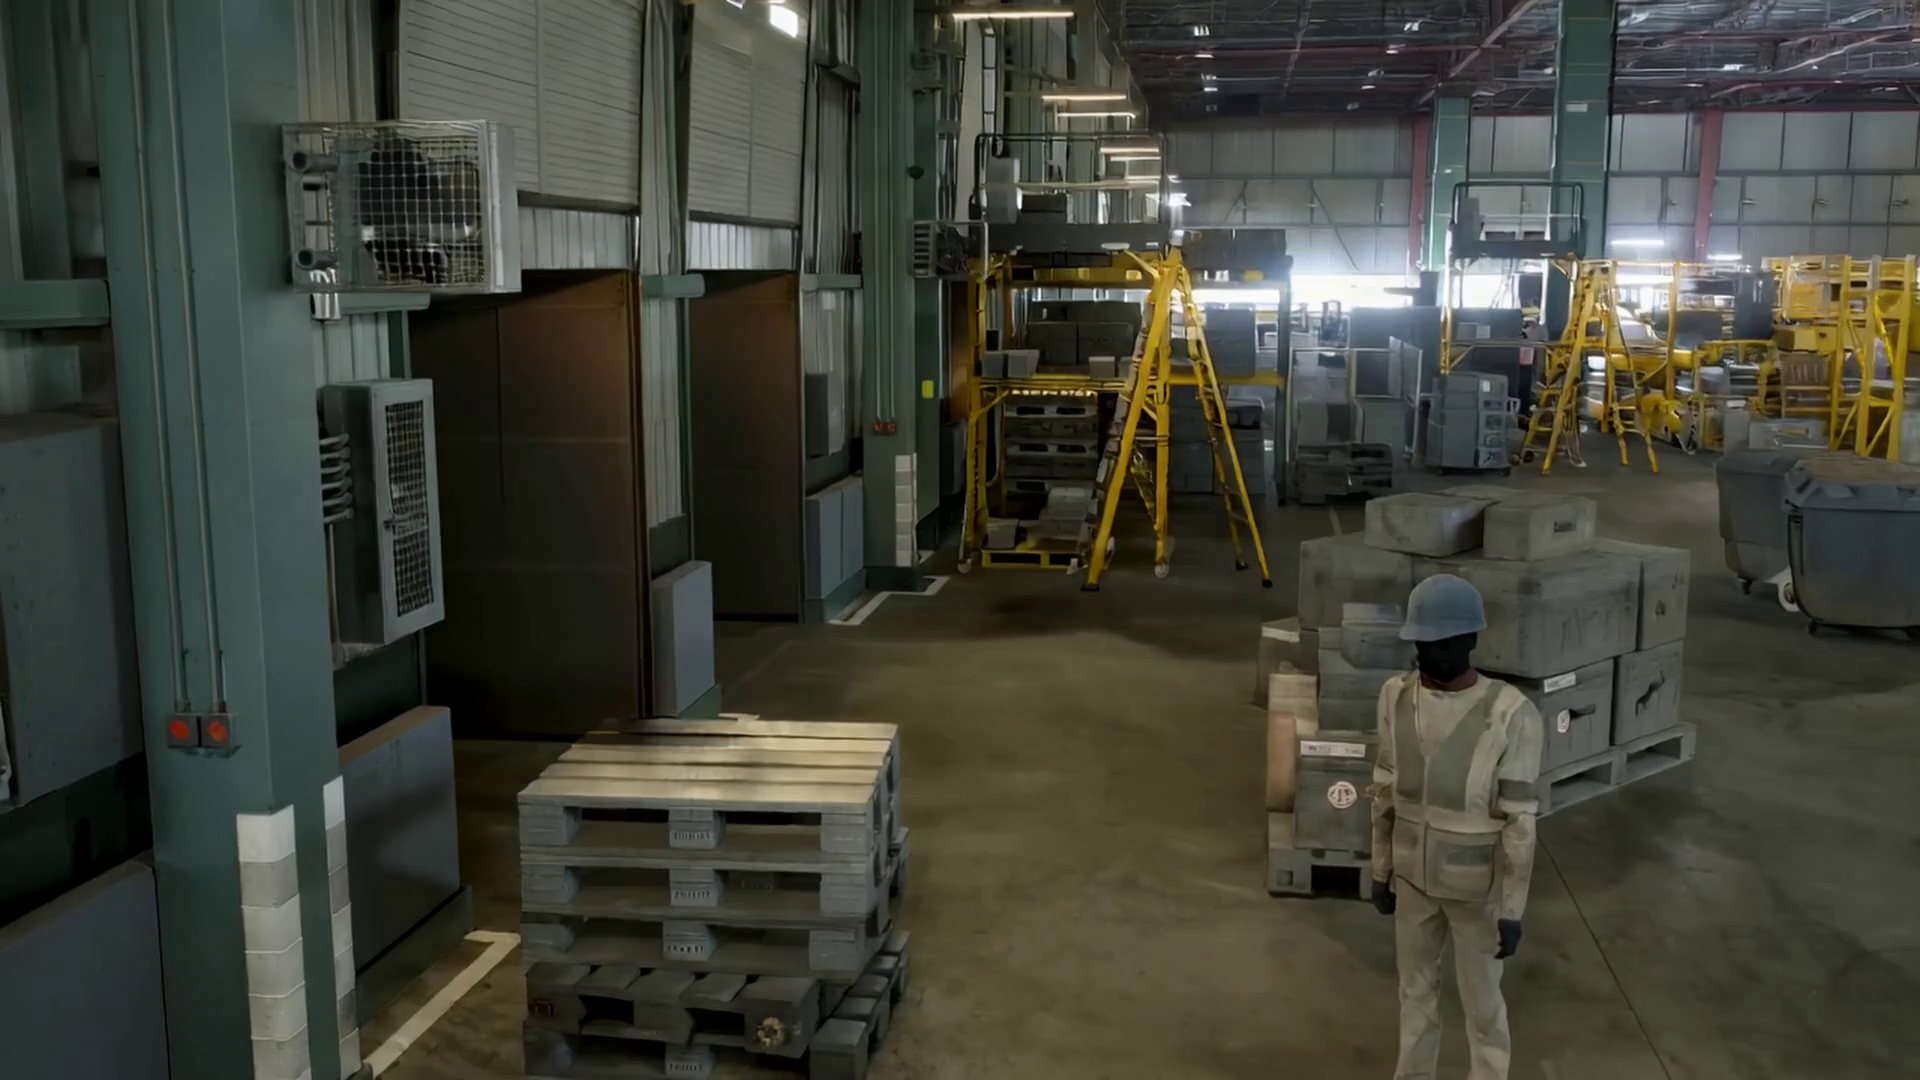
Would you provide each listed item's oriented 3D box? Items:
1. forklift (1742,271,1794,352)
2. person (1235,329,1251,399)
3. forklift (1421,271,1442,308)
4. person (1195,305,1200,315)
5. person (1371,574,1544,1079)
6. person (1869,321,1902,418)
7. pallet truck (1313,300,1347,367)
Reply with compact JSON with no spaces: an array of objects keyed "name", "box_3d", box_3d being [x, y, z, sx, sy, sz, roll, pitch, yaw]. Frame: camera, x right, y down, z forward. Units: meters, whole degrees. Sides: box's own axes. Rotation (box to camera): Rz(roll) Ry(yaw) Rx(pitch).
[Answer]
[{"name":"forklift","box_3d":[22.986,-6.356,47.964,1.873,2.768,1.129,-3,10,-17]},{"name":"person","box_3d":[5.939,-3.583,34.717,0.519,1.632,0.311,8,12,41]},{"name":"forklift","box_3d":[11.787,-5.365,41.852,1.873,2.768,1.129,1,9,9]},{"name":"person","box_3d":[6.242,-5.303,44.416,0.390,1.927,0.545,7,11,36]},{"name":"person","box_3d":[1.527,1.052,5.243,0.393,1.921,0.586,-8,12,-39]},{"name":"person","box_3d":[18.074,-3.351,32.515,0.647,1.891,0.990,2,9,13]},{"name":"pallet truck","box_3d":[11.159,-6.200,49.718,0.823,1.965,1.885,4,10,26]}]
